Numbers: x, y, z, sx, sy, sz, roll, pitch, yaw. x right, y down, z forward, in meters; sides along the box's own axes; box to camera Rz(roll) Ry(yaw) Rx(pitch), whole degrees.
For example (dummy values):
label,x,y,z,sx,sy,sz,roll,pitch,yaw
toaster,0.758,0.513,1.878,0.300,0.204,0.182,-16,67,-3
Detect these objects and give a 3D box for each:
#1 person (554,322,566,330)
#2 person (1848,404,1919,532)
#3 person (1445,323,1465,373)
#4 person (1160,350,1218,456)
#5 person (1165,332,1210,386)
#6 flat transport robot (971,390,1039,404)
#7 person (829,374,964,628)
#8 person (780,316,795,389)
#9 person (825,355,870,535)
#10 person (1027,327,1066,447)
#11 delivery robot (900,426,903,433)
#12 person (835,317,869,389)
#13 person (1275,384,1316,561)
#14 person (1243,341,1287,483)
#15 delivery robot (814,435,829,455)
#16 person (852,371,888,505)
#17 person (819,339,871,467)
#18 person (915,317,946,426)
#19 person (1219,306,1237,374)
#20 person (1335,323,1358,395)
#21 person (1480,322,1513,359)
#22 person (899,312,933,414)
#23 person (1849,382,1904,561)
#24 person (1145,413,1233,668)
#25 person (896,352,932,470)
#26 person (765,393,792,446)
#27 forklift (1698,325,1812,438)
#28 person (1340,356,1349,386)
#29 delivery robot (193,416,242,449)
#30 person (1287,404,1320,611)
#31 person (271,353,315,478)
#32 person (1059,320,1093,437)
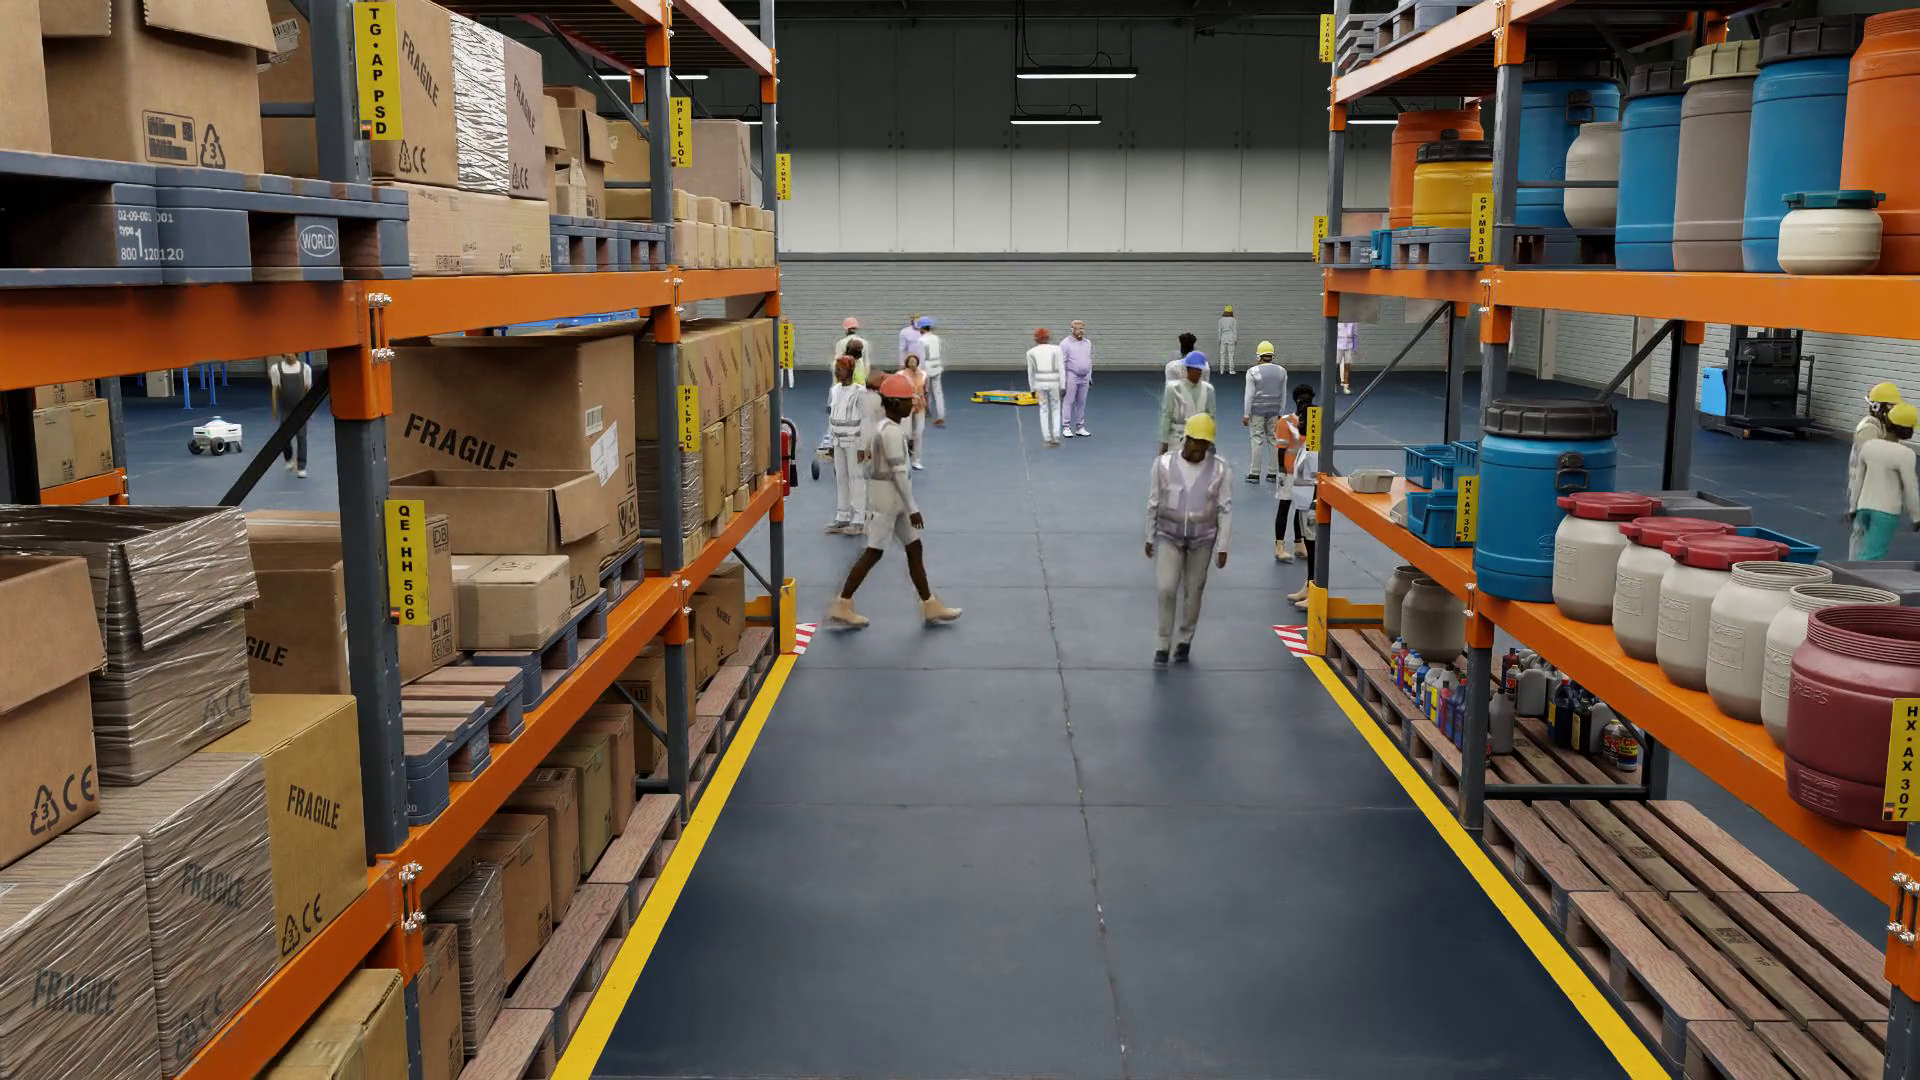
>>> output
label,x,y,z,sx,sy,sz,roll,pitch,yaw
person,-6.806,-2.823,28.593,0.545,1.832,0.967,-7,12,-35
person,7.482,-0.228,13.328,0.788,1.720,0.537,-2,10,-13
person,12.826,-5.267,42.994,0.401,1.907,0.646,-4,10,-22
person,2.450,-1.049,17.706,0.608,1.921,0.563,-4,10,-25
person,2.869,-1.659,21.210,0.637,1.964,0.361,-3,10,-15
flat transport robot,0.985,-2.918,33.943,1.431,0.197,0.652,8,12,39
person,-0.543,-0.295,13.003,1.067,1.995,0.614,0,9,-1
person,-3.982,-4.246,37.674,0.514,1.642,0.310,-3,10,-18
person,-1.191,-1.003,17.526,0.347,1.882,0.584,-8,13,-41
person,1.361,-2.380,25.850,0.627,1.860,0.499,2,10,14
delivery robot,-1.054,-1.534,24.525,0.477,0.478,0.707,7,12,35
person,-1.802,-2.736,27.723,0.626,1.951,1.003,-8,12,-40
person,3.254,-0.657,15.997,0.535,1.699,0.322,-5,11,-28
person,3.957,-1.670,21.669,0.600,1.832,0.404,-3,10,-19
delivery robot,-1.764,-1.282,22.237,0.335,0.223,0.698,-2,10,-13
person,-0.966,-1.189,19.487,0.516,1.578,0.849,9,13,44
person,-1.619,-1.960,23.553,0.956,1.796,0.654,4,10,24
person,-0.628,-2.950,29.132,1.016,1.887,0.620,9,13,43
person,6.882,-5.140,42.724,0.484,1.744,0.295,5,11,27
person,8.308,-4.167,35.999,0.613,2.041,0.393,0,9,-2
person,11.620,-4.105,36.075,0.680,1.886,0.613,5,11,27
person,-0.821,-3.286,31.113,0.651,1.918,0.641,-1,10,-6
person,7.876,-0.443,14.324,0.404,1.828,0.601,7,12,34
person,1.603,0.012,11.704,0.615,1.792,0.809,2,10,11
person,-0.655,-1.790,23.011,0.520,1.625,0.398,-4,10,-24
person,-2.929,-2.311,25.114,0.887,1.969,0.607,-7,12,-36
forklift,13.248,-3.165,27.620,1.129,2.768,1.873,0,9,1
person,8.837,-4.597,38.729,0.623,1.988,0.393,6,11,33
delivery robot,-11.163,-1.615,25.008,0.477,0.478,0.707,3,10,19
person,2.899,-0.277,13.728,0.322,1.697,0.535,1,10,4
person,-8.872,-1.749,22.157,0.511,1.835,0.441,-4,10,-23
person,1.926,-2.650,27.320,0.652,1.906,0.404,-6,11,-33
